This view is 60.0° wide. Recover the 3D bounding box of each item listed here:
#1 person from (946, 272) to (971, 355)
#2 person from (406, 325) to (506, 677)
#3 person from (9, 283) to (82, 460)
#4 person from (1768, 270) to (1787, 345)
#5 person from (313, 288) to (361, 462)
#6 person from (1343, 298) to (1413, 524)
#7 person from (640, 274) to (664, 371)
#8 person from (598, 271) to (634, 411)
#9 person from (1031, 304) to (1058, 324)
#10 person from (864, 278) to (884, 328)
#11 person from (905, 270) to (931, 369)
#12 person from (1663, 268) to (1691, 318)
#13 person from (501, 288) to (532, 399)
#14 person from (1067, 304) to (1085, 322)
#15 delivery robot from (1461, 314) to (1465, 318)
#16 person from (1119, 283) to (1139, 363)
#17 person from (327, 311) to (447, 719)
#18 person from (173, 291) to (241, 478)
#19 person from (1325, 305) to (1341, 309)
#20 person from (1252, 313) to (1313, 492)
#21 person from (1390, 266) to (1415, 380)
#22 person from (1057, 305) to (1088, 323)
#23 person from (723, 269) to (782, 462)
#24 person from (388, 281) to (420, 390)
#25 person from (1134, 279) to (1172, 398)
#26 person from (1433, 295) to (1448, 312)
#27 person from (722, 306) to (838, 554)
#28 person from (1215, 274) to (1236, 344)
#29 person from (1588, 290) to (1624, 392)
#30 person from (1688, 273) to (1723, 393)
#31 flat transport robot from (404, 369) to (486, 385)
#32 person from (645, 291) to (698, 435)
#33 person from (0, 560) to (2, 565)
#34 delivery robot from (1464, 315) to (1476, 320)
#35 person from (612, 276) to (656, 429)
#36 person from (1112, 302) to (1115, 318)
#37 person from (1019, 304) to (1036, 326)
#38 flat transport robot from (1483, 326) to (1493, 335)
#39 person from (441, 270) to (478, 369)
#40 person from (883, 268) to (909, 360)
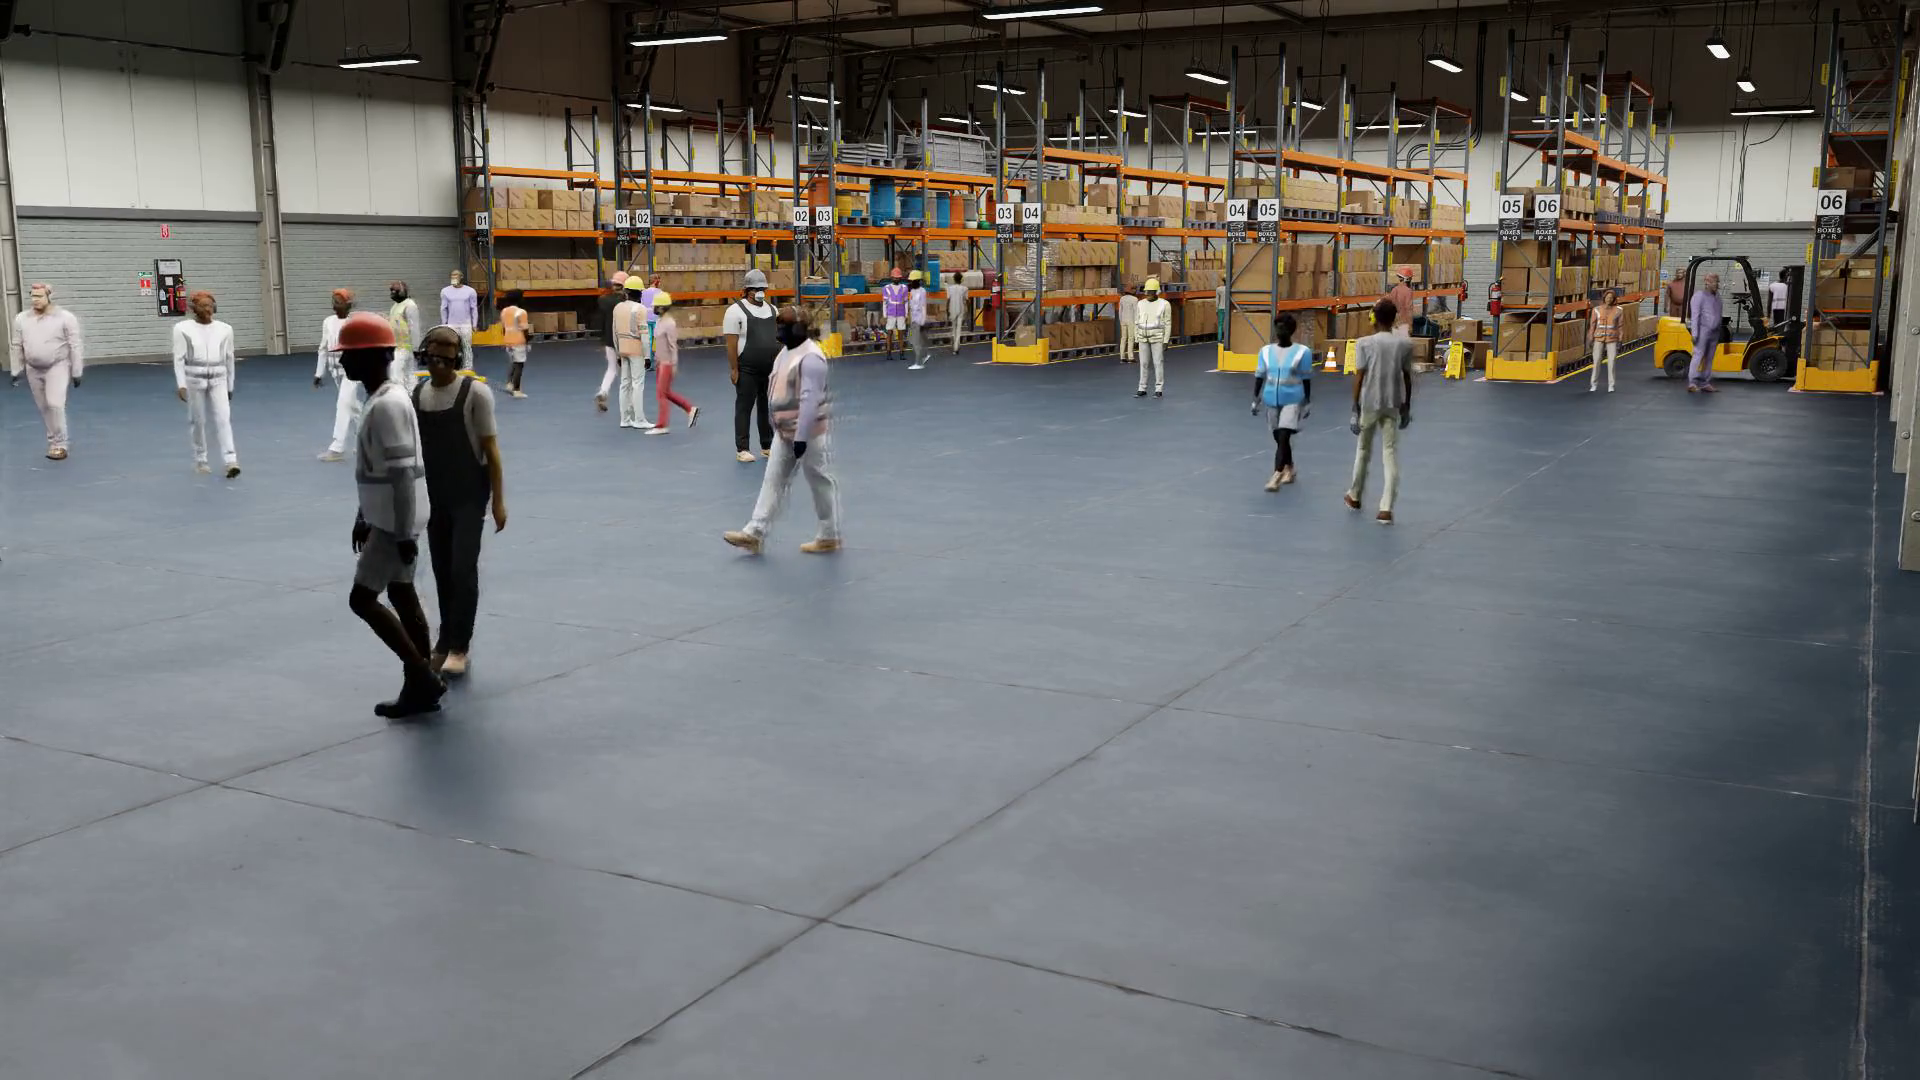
[{"bbox_3d":[-0.035,-5.028,36.958,0.529,1.821,1.007,2,10,9],"label":"person"},{"bbox_3d":[-2.672,-0.186,8.557,0.630,1.821,0.491,4,10,20],"label":"person"},{"bbox_3d":[-9.819,-1.789,17.786,0.650,1.882,0.751,0,10,0],"label":"person"},{"bbox_3d":[19.228,-5.391,38.934,0.590,1.868,1.054,8,12,38],"label":"person"},{"bbox_3d":[-6.615,-1.797,17.955,0.575,1.843,0.978,5,11,27],"label":"person"},{"bbox_3d":[3.481,-1.085,13.827,0.562,1.817,0.963,0,10,-2],"label":"person"},{"bbox_3d":[-5.776,-4.089,31.371,0.563,1.838,0.390,5,11,25],"label":"person"},{"bbox_3d":[-4.744,-2.740,23.089,0.621,1.973,0.736,3,10,16],"label":"person"},{"bbox_3d":[1.923,-5.211,37.696,0.626,1.931,0.375,0,10,0],"label":"person"},{"bbox_3d":[-2.107,-5.562,40.597,0.499,1.632,0.285,4,10,22],"label":"person"},{"bbox_3d":[-0.823,-4.237,32.022,0.436,1.911,0.612,-4,10,-21],"label":"person"},{"bbox_3d":[17.835,-5.811,41.334,0.686,1.874,0.831,6,12,33],"label":"person"},{"bbox_3d":[-6.769,-2.998,25.428,0.550,1.681,0.375,7,12,36],"label":"person"},{"bbox_3d":[3.079,-6.250,43.976,0.513,1.862,0.344,-2,10,-14],"label":"person"},{"bbox_3d":[13.935,-6.012,46.107,0.477,0.478,0.707,-2,10,-13],"label":"delivery robot"},{"bbox_3d":[3.448,-4.422,33.918,0.271,1.632,0.503,-8,12,-38],"label":"person"},{"bbox_3d":[-2.670,-0.098,7.771,0.451,1.924,0.555,-3,10,-18],"label":"person"},{"bbox_3d":[-7.436,-1.529,16.431,0.582,1.830,0.999,-7,12,-34],"label":"person"},{"bbox_3d":[9.340,-5.690,41.361,0.509,1.629,0.317,2,10,12],"label":"person"},{"bbox_3d":[3.043,-1.310,15.641,0.540,1.655,0.874,6,12,33],"label":"person"},{"bbox_3d":[7.808,-3.819,29.331,0.381,1.994,0.615,-3,10,-19],"label":"person"},{"bbox_3d":[3.623,-7.939,53.716,1.027,1.911,0.601,0,10,-2],"label":"person"},{"bbox_3d":[-2.139,-1.858,17.715,0.688,2.000,0.539,-9,13,-43],"label":"person"},{"bbox_3d":[-7.835,-2.674,23.127,0.678,1.820,0.651,-6,11,-31],"label":"person"},{"bbox_3d":[2.932,-3.084,25.507,0.600,1.829,0.404,6,11,31],"label":"person"},{"bbox_3d":[13.309,-6.581,45.861,0.955,1.874,0.594,4,11,25],"label":"person"},{"bbox_3d":[-1.286,-0.771,12.036,0.901,1.802,0.654,-5,11,-29],"label":"person"},{"bbox_3d":[6.434,-5.560,40.197,0.533,1.767,0.321,6,11,31],"label":"person"},{"bbox_3d":[10.376,-3.191,26.713,0.526,1.636,0.310,5,11,25],"label":"person"},{"bbox_3d":[11.923,-3.294,26.521,0.651,1.905,0.403,-5,11,-28],"label":"person"},{"bbox_3d":[-8.864,-2.772,28.241,1.431,0.197,0.652,-6,12,-33],"label":"flat transport robot"},{"bbox_3d":[-3.556,-2.168,20.370,0.646,1.749,0.535,-5,11,-26],"label":"person"},{"bbox_3d":[-7.201,-0.736,11.615,1.009,1.899,0.641,2,10,12],"label":"person"},{"bbox_3d":[13.864,-5.915,45.537,0.707,0.478,0.477,-1,10,-8],"label":"delivery robot"},{"bbox_3d":[-4.121,-2.368,21.038,0.594,1.924,0.383,7,12,37],"label":"person"},{"bbox_3d":[4.608,-6.880,48.004,0.529,1.734,0.816,5,11,27],"label":"person"},{"bbox_3d":[1.687,-5.602,40.395,0.607,1.788,0.915,9,13,42],"label":"person"},{"bbox_3d":[14.740,-5.756,45.716,0.652,0.197,1.431,3,10,19],"label":"flat transport robot"},{"bbox_3d":[-8.849,-3.806,29.427,0.630,1.935,0.366,-1,10,-7],"label":"person"},{"bbox_3d":[-1.337,-4.732,34.874,0.546,1.930,0.377,-2,10,-9],"label":"person"}]
